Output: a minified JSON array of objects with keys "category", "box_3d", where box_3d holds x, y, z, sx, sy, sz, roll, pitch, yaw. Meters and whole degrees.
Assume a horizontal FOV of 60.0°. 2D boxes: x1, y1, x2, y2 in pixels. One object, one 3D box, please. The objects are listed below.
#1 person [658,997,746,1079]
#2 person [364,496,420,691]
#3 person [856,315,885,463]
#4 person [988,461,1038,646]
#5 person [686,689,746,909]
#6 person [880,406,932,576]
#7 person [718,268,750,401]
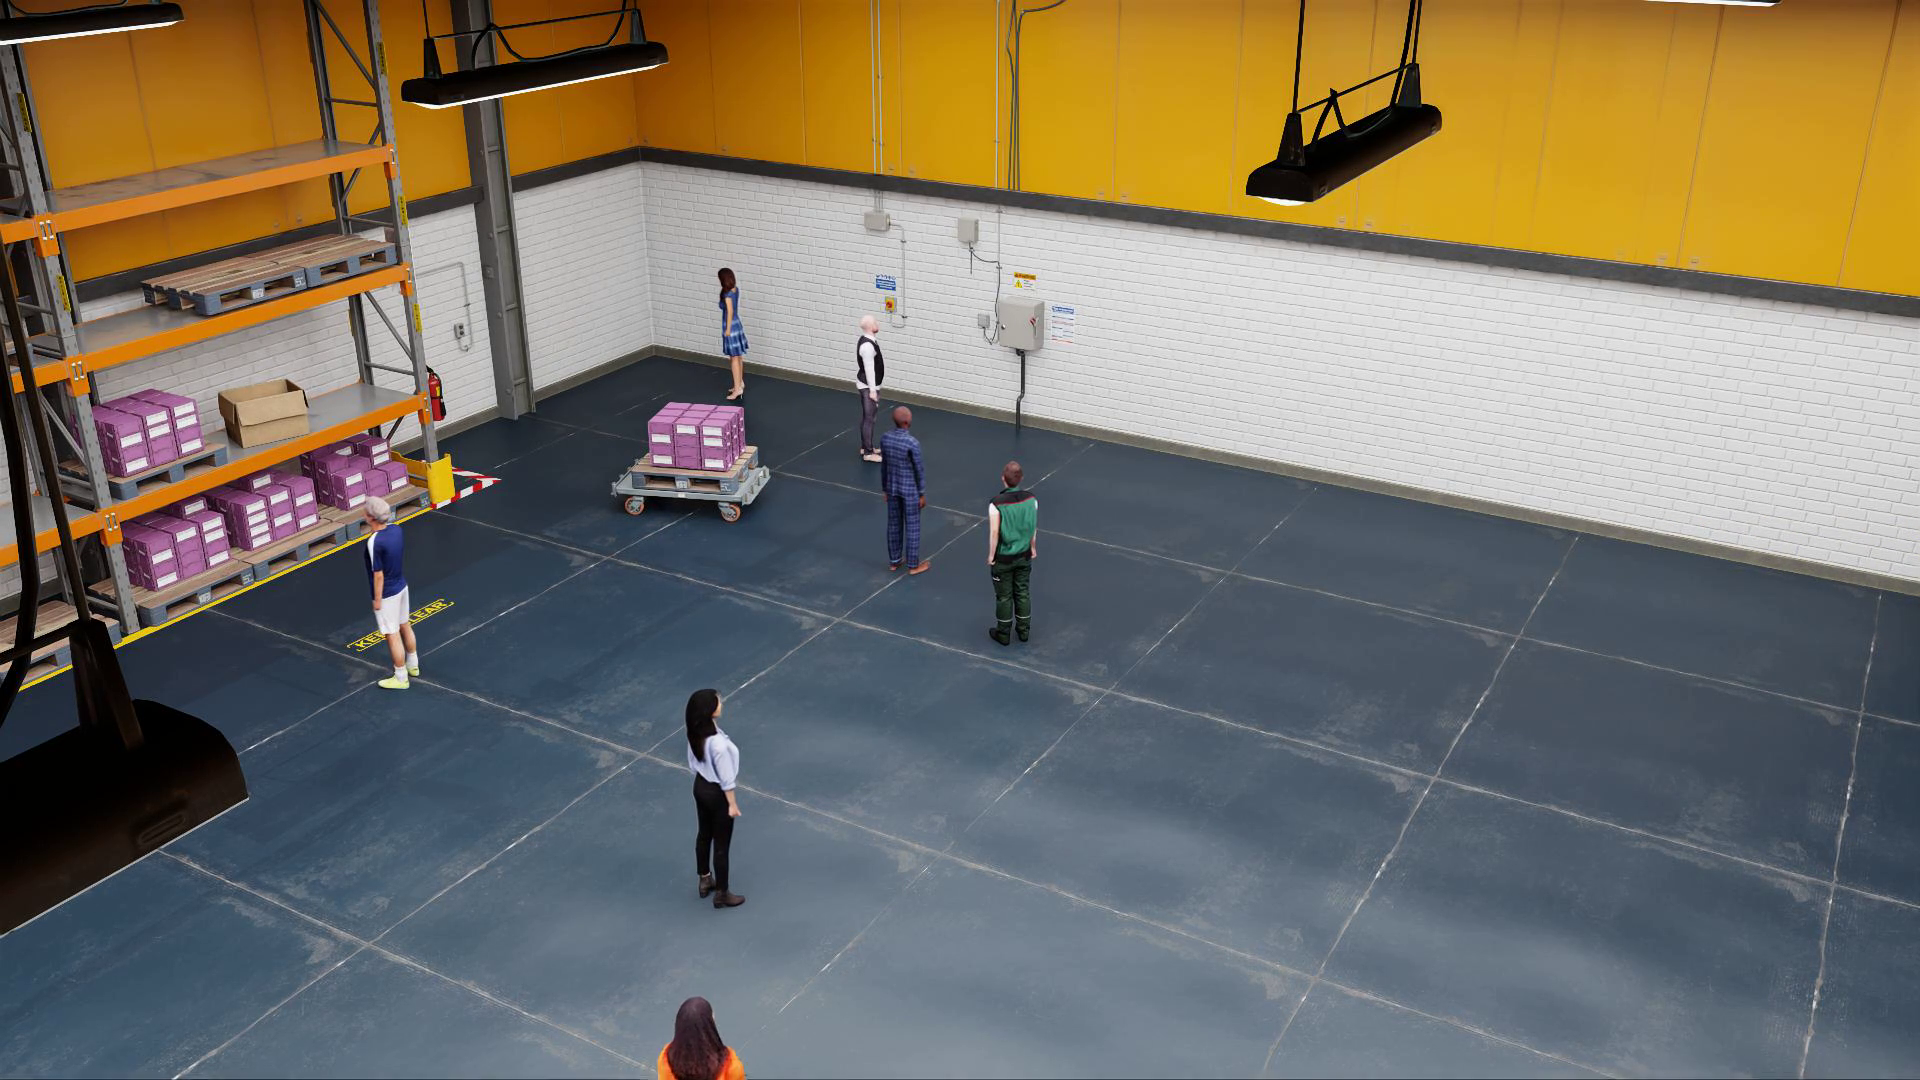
[{"category":"person","box_3d":[-1.378,3.236,8.834,0.770,1.706,1.129,8,25,17]},{"category":"person","box_3d":[-5.154,0.457,15.026,0.771,1.839,0.632,3,24,7]},{"category":"person","box_3d":[-1.104,-1.867,20.363,0.843,1.822,0.754,-3,24,-8]},{"category":"person","box_3d":[0.484,0.116,15.803,0.709,1.842,0.800,-10,26,-22]},{"category":"person","box_3d":[-1.779,1.845,11.969,0.679,1.744,0.723,-19,30,-36]},{"category":"person","box_3d":[-0.590,-0.525,17.299,0.647,1.819,0.594,14,27,29]},{"category":"person","box_3d":[-3.102,-2.806,22.532,0.818,1.807,0.690,1,24,1]}]
